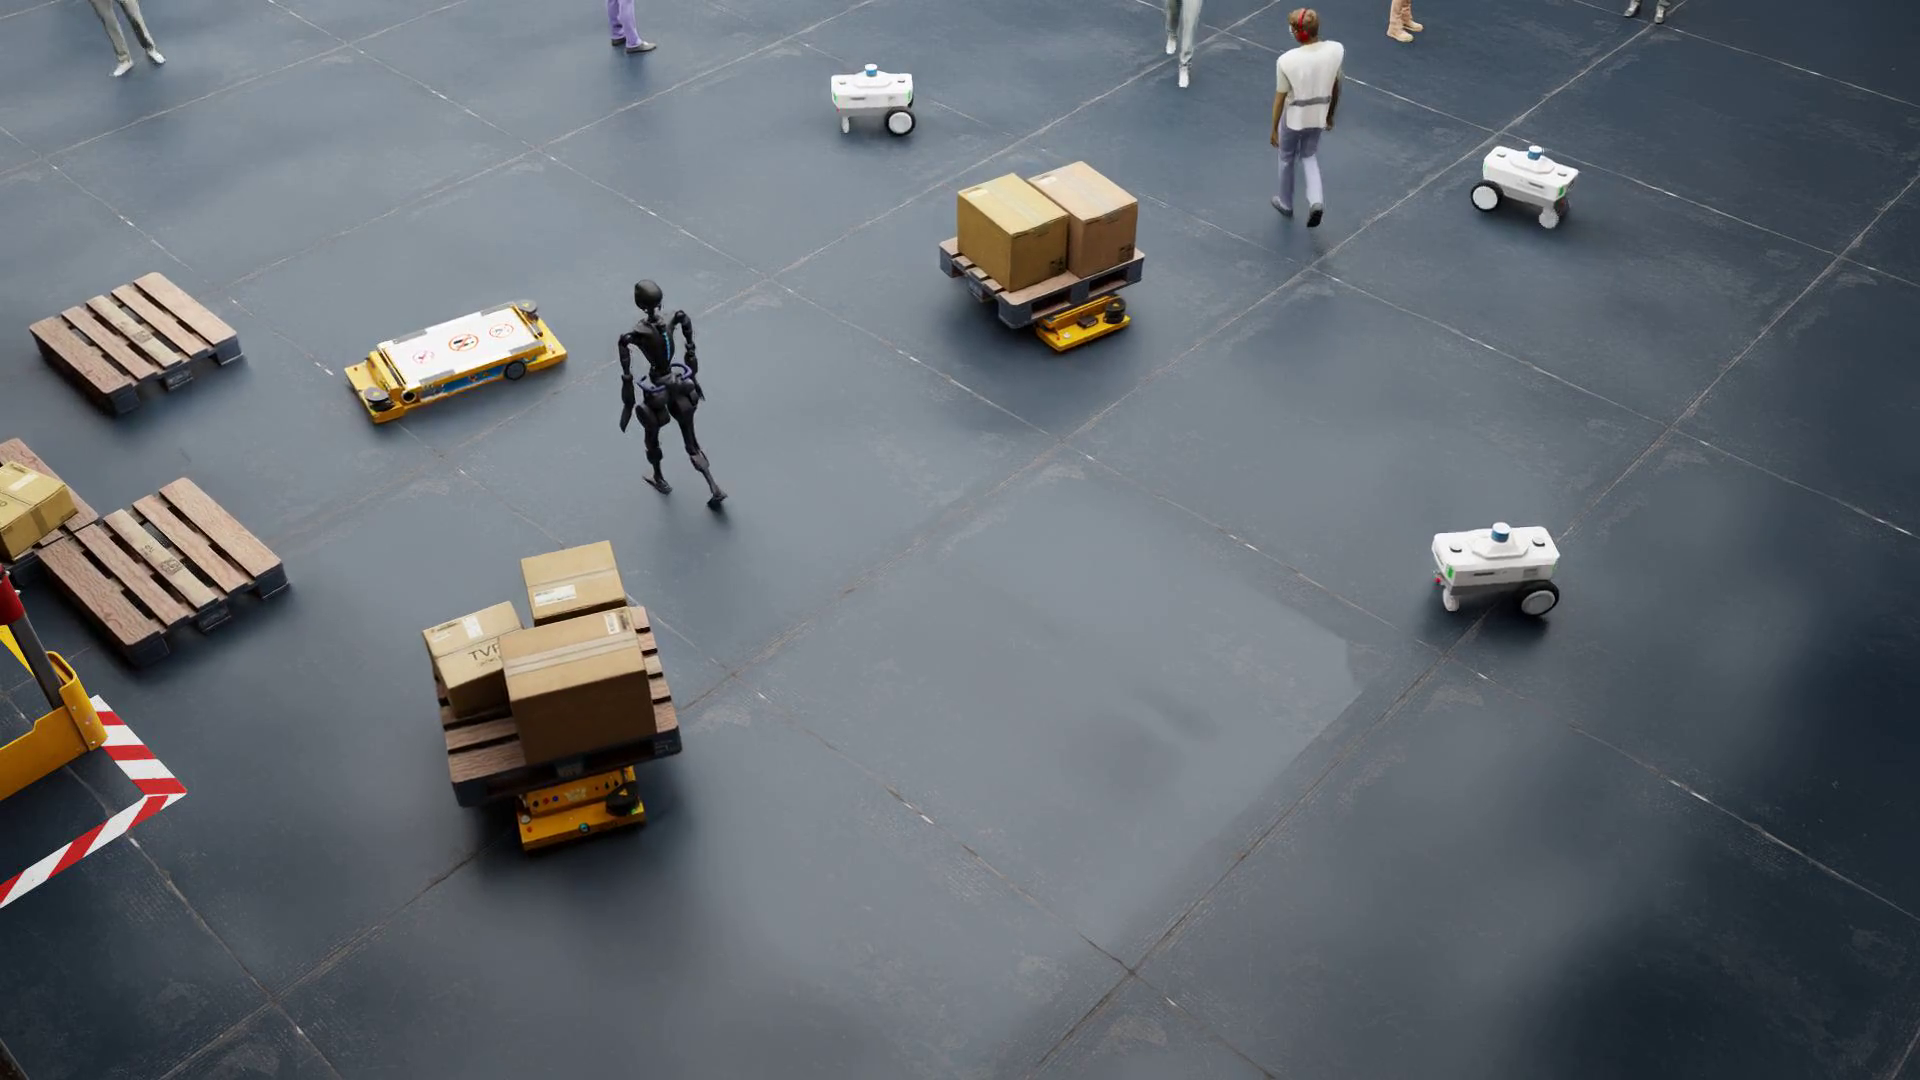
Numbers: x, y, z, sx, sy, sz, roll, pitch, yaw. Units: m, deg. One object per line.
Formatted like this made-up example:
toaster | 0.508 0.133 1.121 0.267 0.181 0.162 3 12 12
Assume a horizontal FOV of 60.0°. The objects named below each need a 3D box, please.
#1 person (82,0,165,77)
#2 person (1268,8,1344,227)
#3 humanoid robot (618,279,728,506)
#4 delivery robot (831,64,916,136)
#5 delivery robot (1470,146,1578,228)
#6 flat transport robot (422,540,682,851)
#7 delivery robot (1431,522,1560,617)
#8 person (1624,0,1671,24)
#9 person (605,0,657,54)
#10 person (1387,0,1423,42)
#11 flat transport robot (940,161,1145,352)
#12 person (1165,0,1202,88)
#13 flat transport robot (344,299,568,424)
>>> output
person | -7.751 -5.044 15.128 0.574 1.615 0.344 -15 44 -16
person | 2.696 -3.268 13.005 0.591 1.803 0.626 -10 43 -11
humanoid robot | -1.838 -0.893 10.485 0.596 1.639 0.701 -31 51 -30
delivery robot | -0.749 -3.896 14.638 0.760 0.588 0.521 -3 42 -3
delivery robot | 4.609 -2.929 13.568 0.781 0.595 0.499 27 48 26
flat transport robot | -2.233 1.072 9.334 0.659 0.231 1.431 -13 44 -14
delivery robot | 3.278 0.148 10.163 0.785 0.614 0.516 -4 42 -5
person | 6.788 -5.891 15.906 0.568 1.832 0.403 17 45 18
person | -3.192 -5.432 15.384 0.397 1.846 0.563 -28 49 -28
person | 4.332 -5.596 15.640 0.327 1.747 0.479 26 48 26
flat transport robot | 0.607 -1.939 12.682 0.659 0.231 1.431 -24 47 -24
person | 2.053 -5.101 15.121 0.483 1.702 0.886 7 42 7
flat transport robot | -3.629 -1.301 11.972 1.431 0.231 0.659 -23 47 -24
